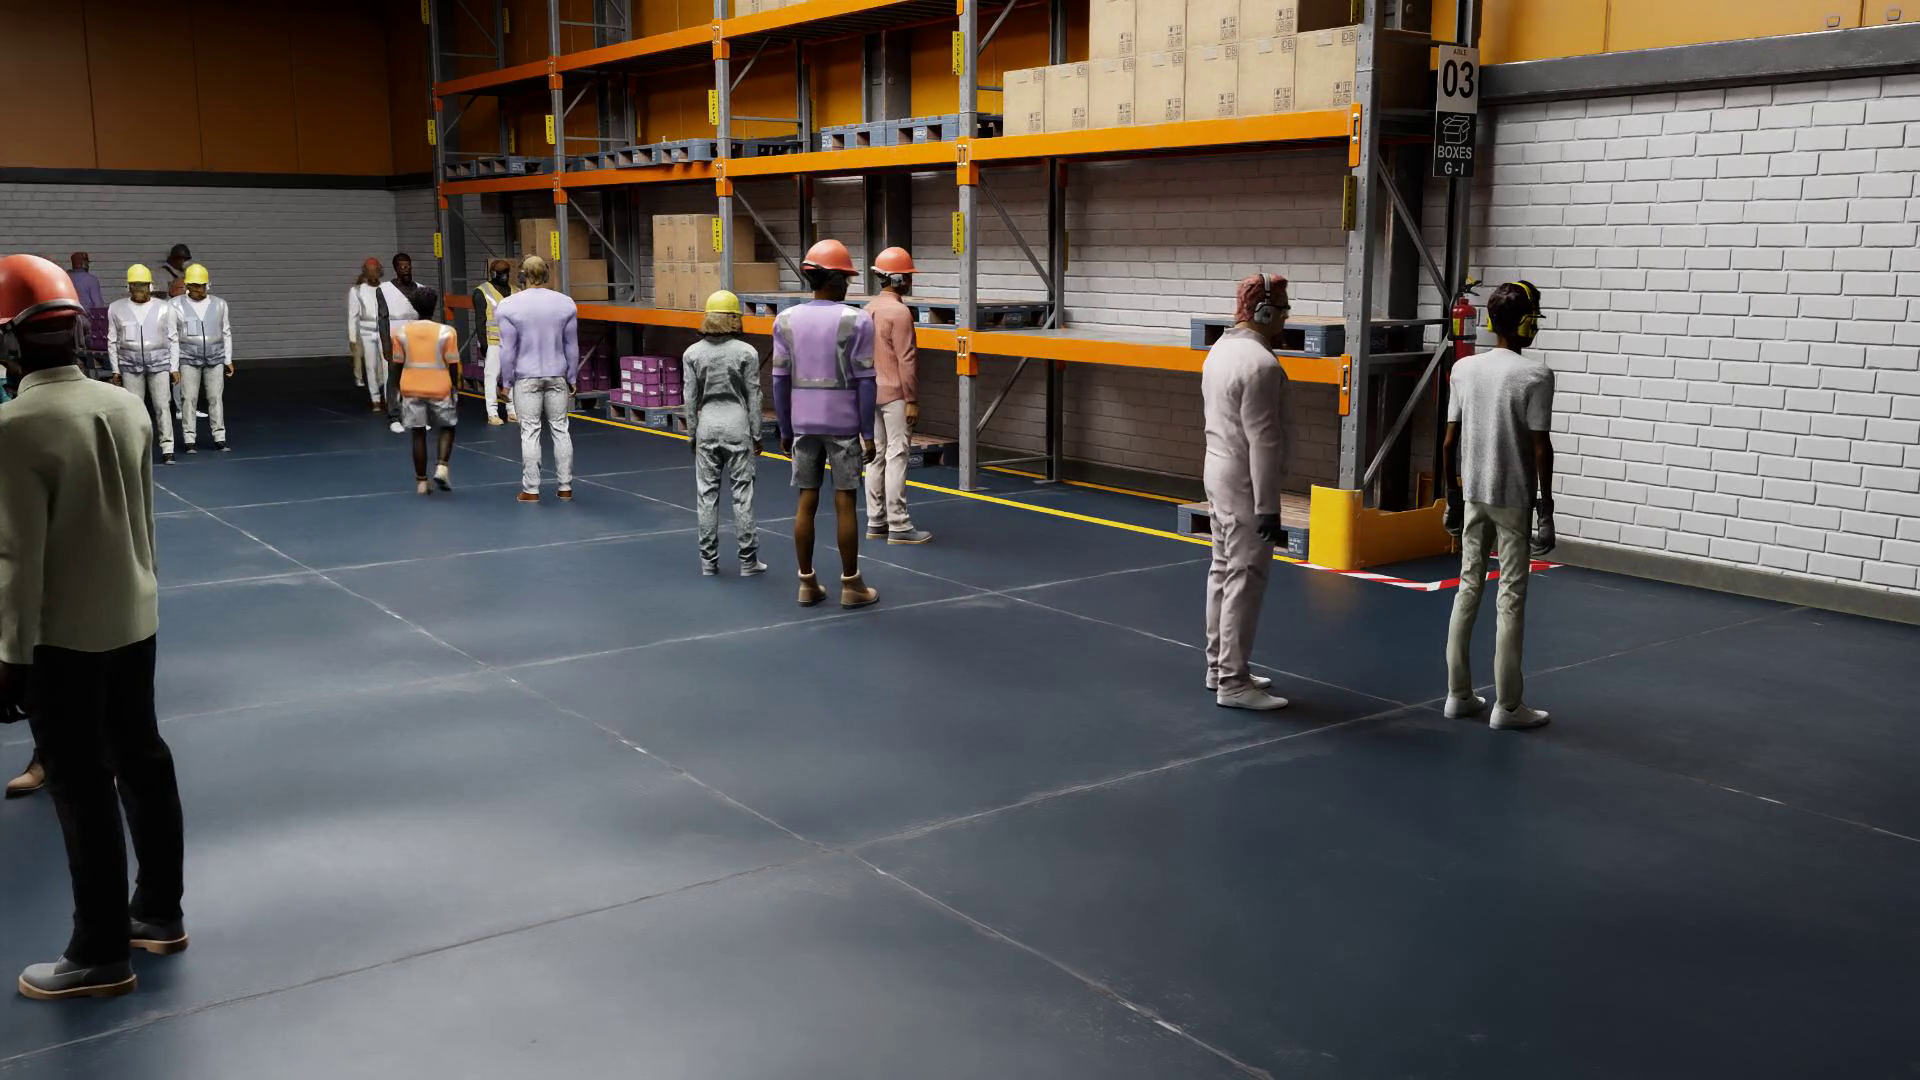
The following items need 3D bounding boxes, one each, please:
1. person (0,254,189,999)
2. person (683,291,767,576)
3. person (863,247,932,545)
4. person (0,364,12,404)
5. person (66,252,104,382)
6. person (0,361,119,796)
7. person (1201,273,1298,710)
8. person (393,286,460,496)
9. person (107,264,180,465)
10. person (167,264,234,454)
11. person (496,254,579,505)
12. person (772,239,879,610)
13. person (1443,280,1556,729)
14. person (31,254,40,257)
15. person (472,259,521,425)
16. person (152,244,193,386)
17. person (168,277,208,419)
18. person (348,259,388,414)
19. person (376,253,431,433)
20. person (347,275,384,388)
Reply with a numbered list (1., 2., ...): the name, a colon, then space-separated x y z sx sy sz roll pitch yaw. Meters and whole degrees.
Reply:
1. person: -2.387 0.241 4.479 0.391 1.991 0.613 2 10 9
2. person: -1.428 -0.643 10.145 0.483 1.736 0.311 2 10 9
3. person: -0.450 -0.970 11.246 0.378 1.996 0.611 -6 12 -30
4. person: -7.931 -1.353 14.064 0.523 1.759 0.333 -4 11 -24
5. person: -11.984 -2.985 22.786 0.652 1.906 0.403 2 10 11
6. person: -3.279 0.109 6.057 0.530 1.692 0.322 2 10 12
7. person: 1.272 -0.209 7.274 0.398 1.897 0.646 -1 10 -8
8. person: -4.266 -1.187 13.345 0.540 1.687 0.361 -1 10 -6
9. person: -7.420 -1.585 15.139 0.590 1.837 0.404 -4 11 -23
10. person: -7.323 -1.741 16.055 0.586 1.823 0.403 -7 12 -35
11. person: -3.266 -1.239 12.919 0.630 1.940 0.373 -6 12 -30
12. person: -0.733 -0.633 9.236 0.609 2.040 0.394 4 11 20
13. person: 2.268 -0.145 6.982 0.310 1.868 0.532 -8 13 -37
14. person: -13.085 -3.155 23.883 1.062 1.880 0.534 -7 12 -34
15. person: -5.127 -2.214 18.650 0.429 1.844 0.627 8 13 38
16. person: -11.018 -3.183 23.516 0.540 2.000 0.690 2 10 12
17. person: -8.952 -2.213 19.220 0.280 1.636 0.500 1 10 6
18. person: -6.948 -2.412 19.787 0.611 1.825 1.008 -4 11 -21
19. person: -5.991 -2.126 17.942 0.399 1.920 0.590 9 13 40
20. person: -8.317 -2.919 23.317 0.495 1.585 0.872 -8 13 -39
